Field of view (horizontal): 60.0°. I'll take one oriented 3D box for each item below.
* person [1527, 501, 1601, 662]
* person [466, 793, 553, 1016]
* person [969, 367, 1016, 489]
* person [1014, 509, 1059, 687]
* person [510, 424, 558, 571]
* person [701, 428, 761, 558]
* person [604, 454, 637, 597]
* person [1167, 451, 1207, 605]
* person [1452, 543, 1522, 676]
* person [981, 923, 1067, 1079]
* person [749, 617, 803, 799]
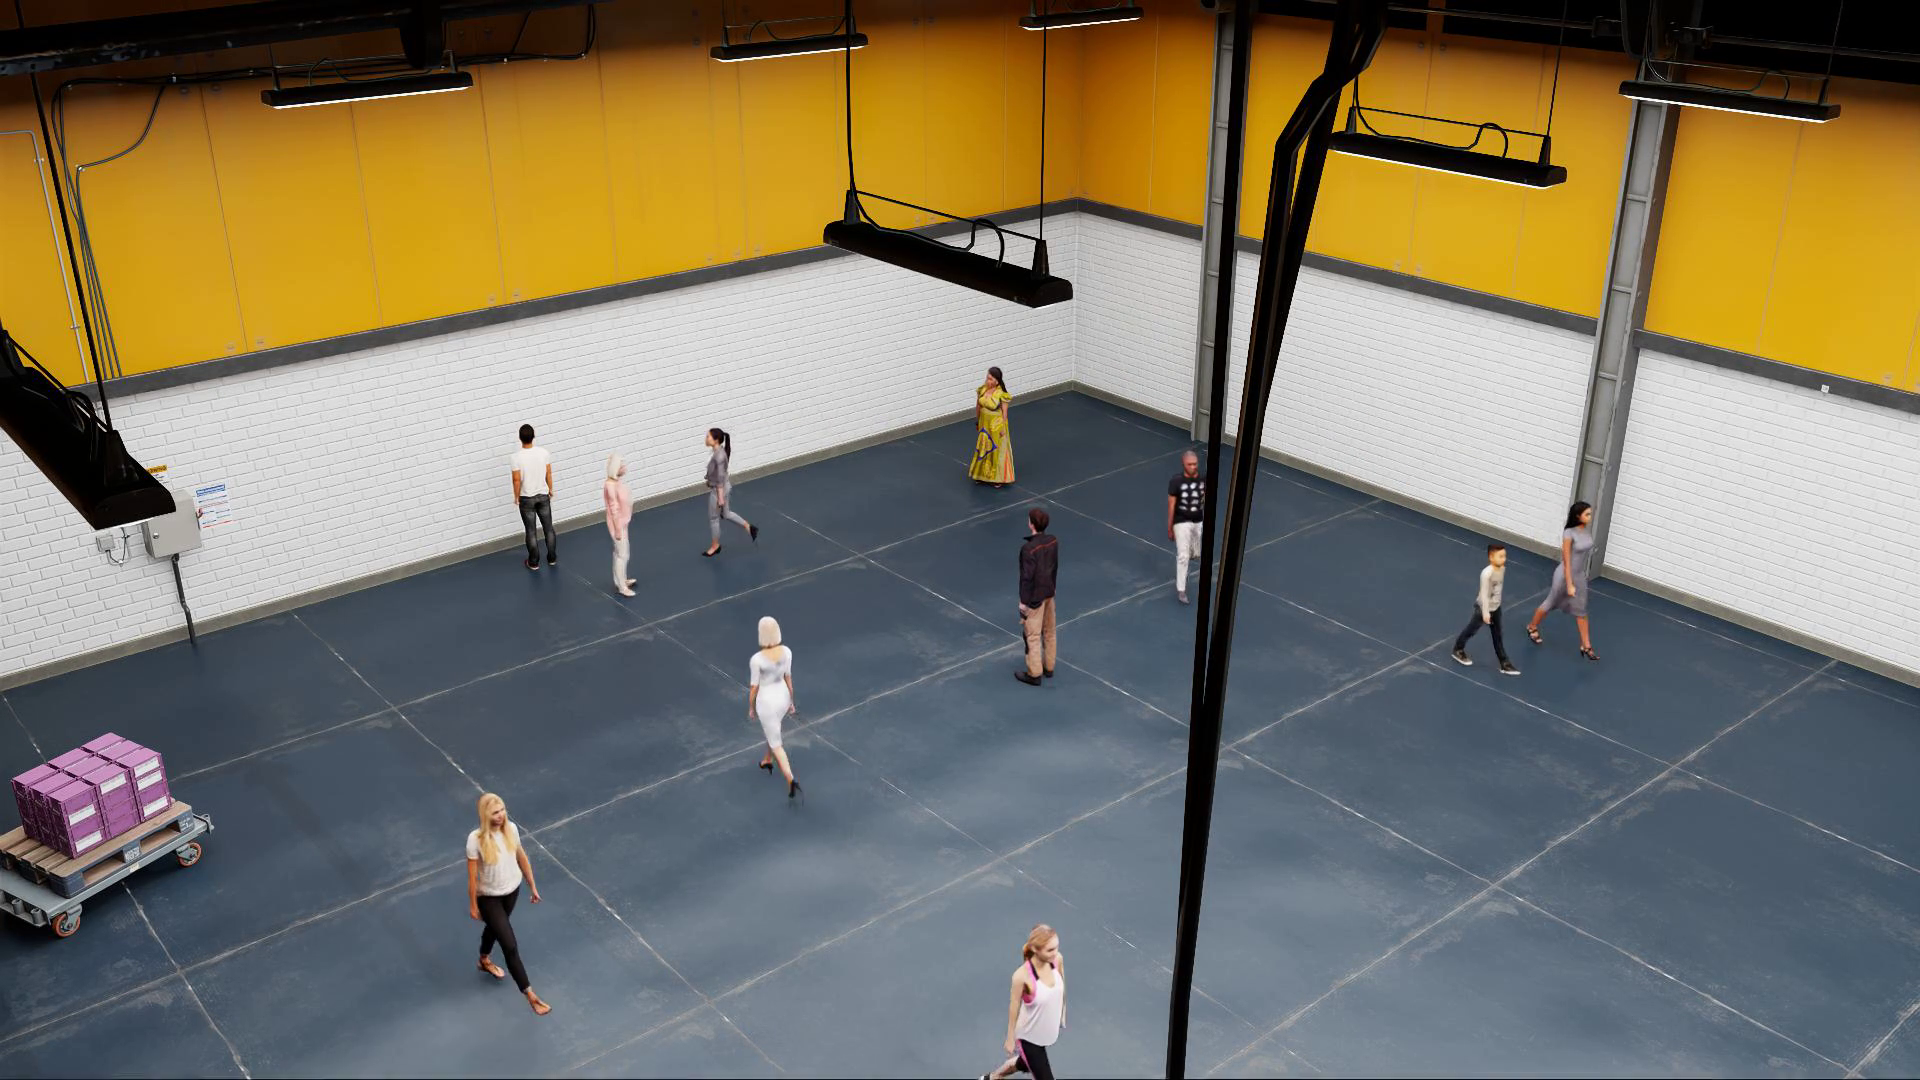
[{"bbox_3d":[6.424,0.420,17.801,0.689,1.728,1.138,-14,27,-29],"label":"person"},{"bbox_3d":[-3.548,2.680,12.579,1.248,1.770,0.842,16,28,32],"label":"person"},{"bbox_3d":[0.434,-1.537,22.362,0.868,1.660,1.022,13,27,27],"label":"person"},{"bbox_3d":[0.807,0.580,17.188,0.705,1.925,0.614,-22,32,-40],"label":"person"},{"bbox_3d":[-5.091,-0.531,19.880,0.663,1.805,0.571,-14,27,-29],"label":"person"},{"bbox_3d":[-2.835,-0.583,20.184,0.984,1.657,1.001,-3,24,-7],"label":"person"},{"bbox_3d":[-3.953,-0.205,19.244,0.756,1.717,0.678,-3,24,-7],"label":"person"},{"bbox_3d":[2.610,-0.202,19.151,0.939,1.786,1.095,-5,24,-11],"label":"person"},{"bbox_3d":[5.493,0.705,17.523,0.578,1.429,0.992,-17,29,-34],"label":"person"},{"bbox_3d":[0.445,3.290,11.215,0.681,1.744,1.163,-22,32,-40],"label":"person"},{"bbox_3d":[-1.669,1.557,15.218,0.599,1.713,1.090,-18,29,-35],"label":"person"}]
